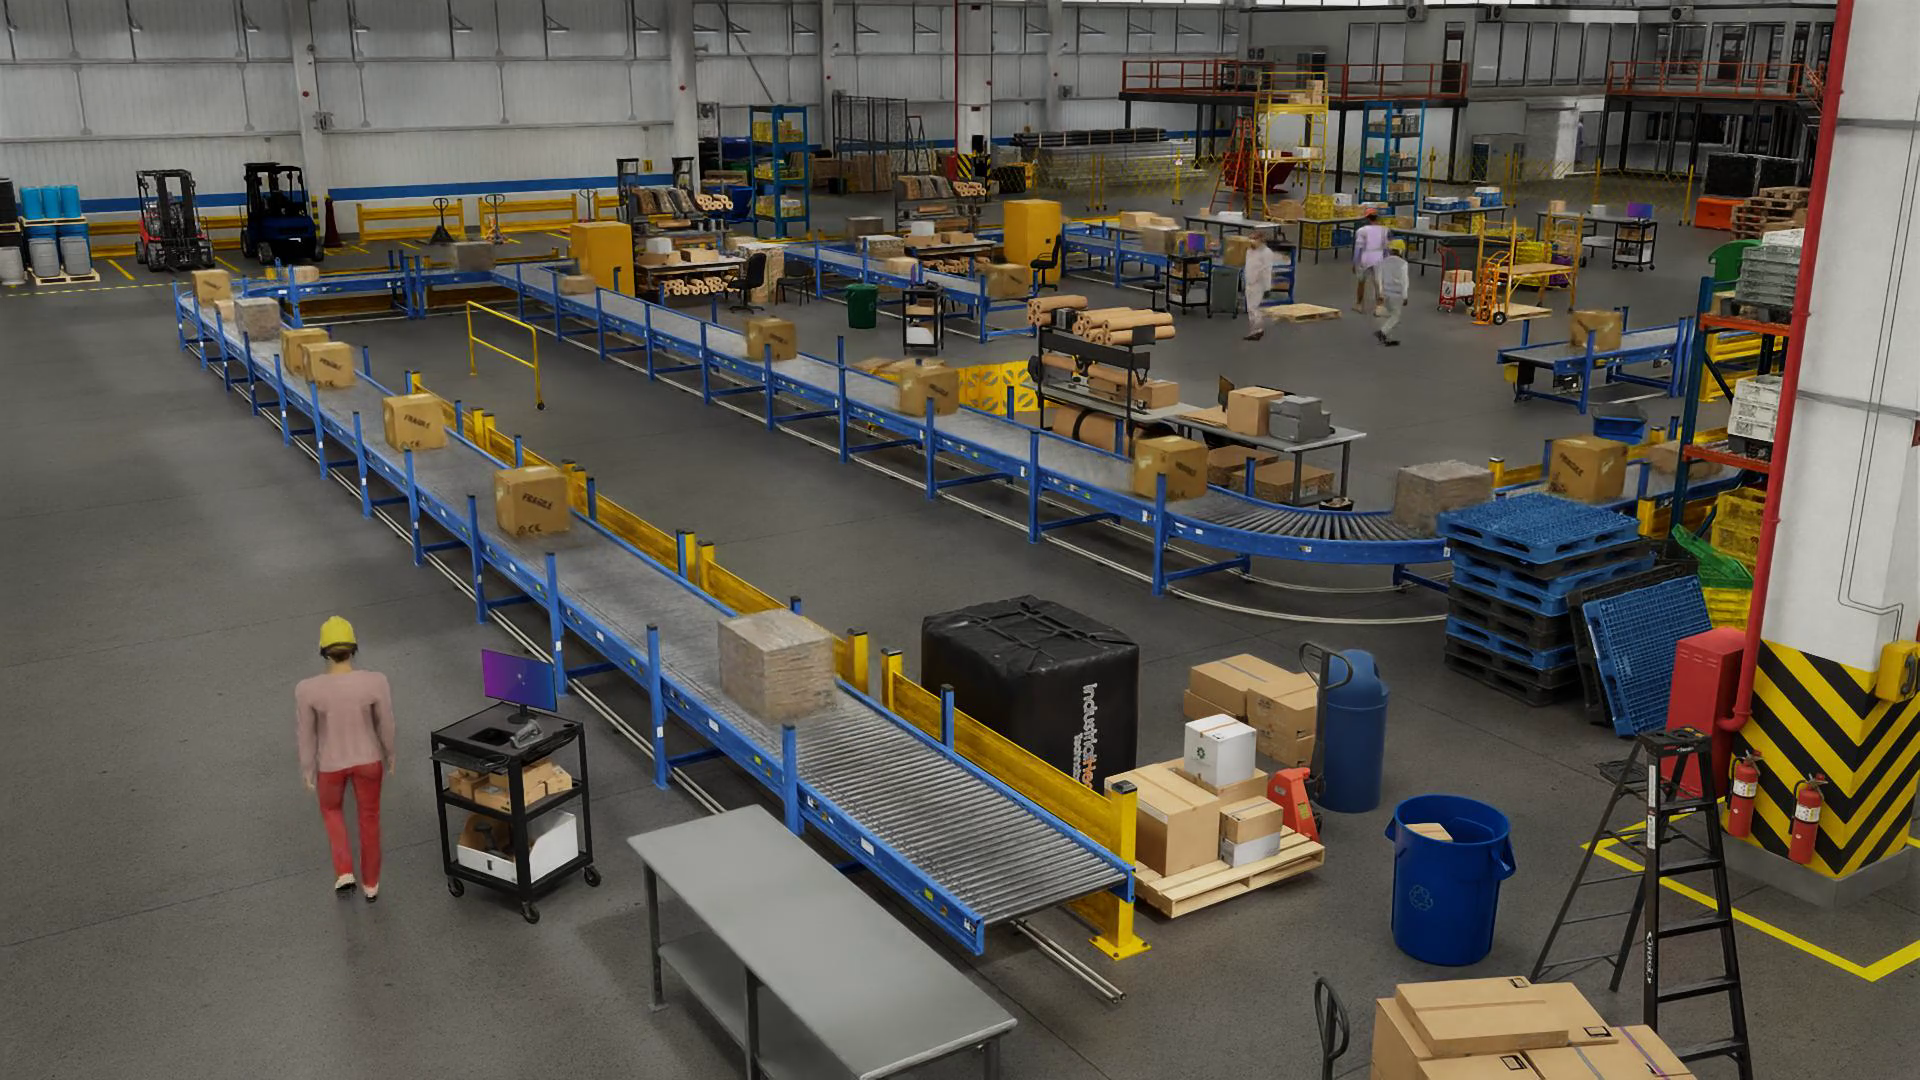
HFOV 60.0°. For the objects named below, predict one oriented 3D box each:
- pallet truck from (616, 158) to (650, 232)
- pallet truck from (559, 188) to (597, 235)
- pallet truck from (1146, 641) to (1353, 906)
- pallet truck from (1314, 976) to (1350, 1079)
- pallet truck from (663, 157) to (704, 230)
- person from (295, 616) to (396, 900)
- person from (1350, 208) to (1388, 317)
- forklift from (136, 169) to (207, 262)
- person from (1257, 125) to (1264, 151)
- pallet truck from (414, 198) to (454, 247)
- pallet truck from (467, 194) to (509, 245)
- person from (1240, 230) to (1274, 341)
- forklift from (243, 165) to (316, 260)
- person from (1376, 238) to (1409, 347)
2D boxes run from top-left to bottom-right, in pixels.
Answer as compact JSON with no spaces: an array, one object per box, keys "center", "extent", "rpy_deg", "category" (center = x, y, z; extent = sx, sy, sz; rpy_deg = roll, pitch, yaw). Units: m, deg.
[{"center":[-8.918,-9.176,44.255],"extent":[0.823,1.965,1.885],"rpy_deg":[-9,19,-27],"category":"pallet truck"},{"center":[-10.010,-8.652,43.699],"extent":[0.653,1.274,1.630],"rpy_deg":[-10,20,-31],"category":"pallet truck"},{"center":[1.664,1.407,10.232],"extent":[1.630,1.274,0.653],"rpy_deg":[-10,20,-31],"category":"pallet truck"},{"center":[2.299,2.390,7.086],"extent":[1.601,1.201,0.680],"rpy_deg":[-2,17,-7],"category":"pallet truck"},{"center":[-7.586,-9.308,44.692],"extent":[0.823,1.965,1.885],"rpy_deg":[-11,20,-33],"category":"pallet truck"},{"center":[-3.608,1.290,9.828],"extent":[0.546,1.752,0.375],"rpy_deg":[-7,18,-22],"category":"person"},{"center":[7.634,-5.181,30.989],"extent":[0.725,1.967,1.041],"rpy_deg":[-2,17,-7],"category":"person"},{"center":[-17.842,-7.318,37.559],"extent":[1.157,1.987,2.680],"rpy_deg":[-10,20,-31],"category":"forklift"},{"center":[11.369,-14.927,63.664],"extent":[0.504,1.840,0.345],"rpy_deg":[7,18,22],"category":"person"},{"center":[-13.250,-8.060,41.856],"extent":[0.680,1.201,1.601],"rpy_deg":[-10,20,-31],"category":"pallet truck"},{"center":[-11.983,-8.177,42.137],"extent":[0.704,1.261,1.522],"rpy_deg":[-11,20,-33],"category":"pallet truck"},{"center":[4.990,-4.306,28.235],"extent":[0.446,1.887,0.668],"rpy_deg":[-8,18,-24],"category":"person"},{"center":[-15.898,-7.669,38.708],"extent":[1.157,1.987,2.680],"rpy_deg":[-11,20,-33],"category":"forklift"},{"center":[7.172,-4.090,27.637],"extent":[0.520,1.816,0.609],"rpy_deg":[-8,19,-26],"category":"person"}]
